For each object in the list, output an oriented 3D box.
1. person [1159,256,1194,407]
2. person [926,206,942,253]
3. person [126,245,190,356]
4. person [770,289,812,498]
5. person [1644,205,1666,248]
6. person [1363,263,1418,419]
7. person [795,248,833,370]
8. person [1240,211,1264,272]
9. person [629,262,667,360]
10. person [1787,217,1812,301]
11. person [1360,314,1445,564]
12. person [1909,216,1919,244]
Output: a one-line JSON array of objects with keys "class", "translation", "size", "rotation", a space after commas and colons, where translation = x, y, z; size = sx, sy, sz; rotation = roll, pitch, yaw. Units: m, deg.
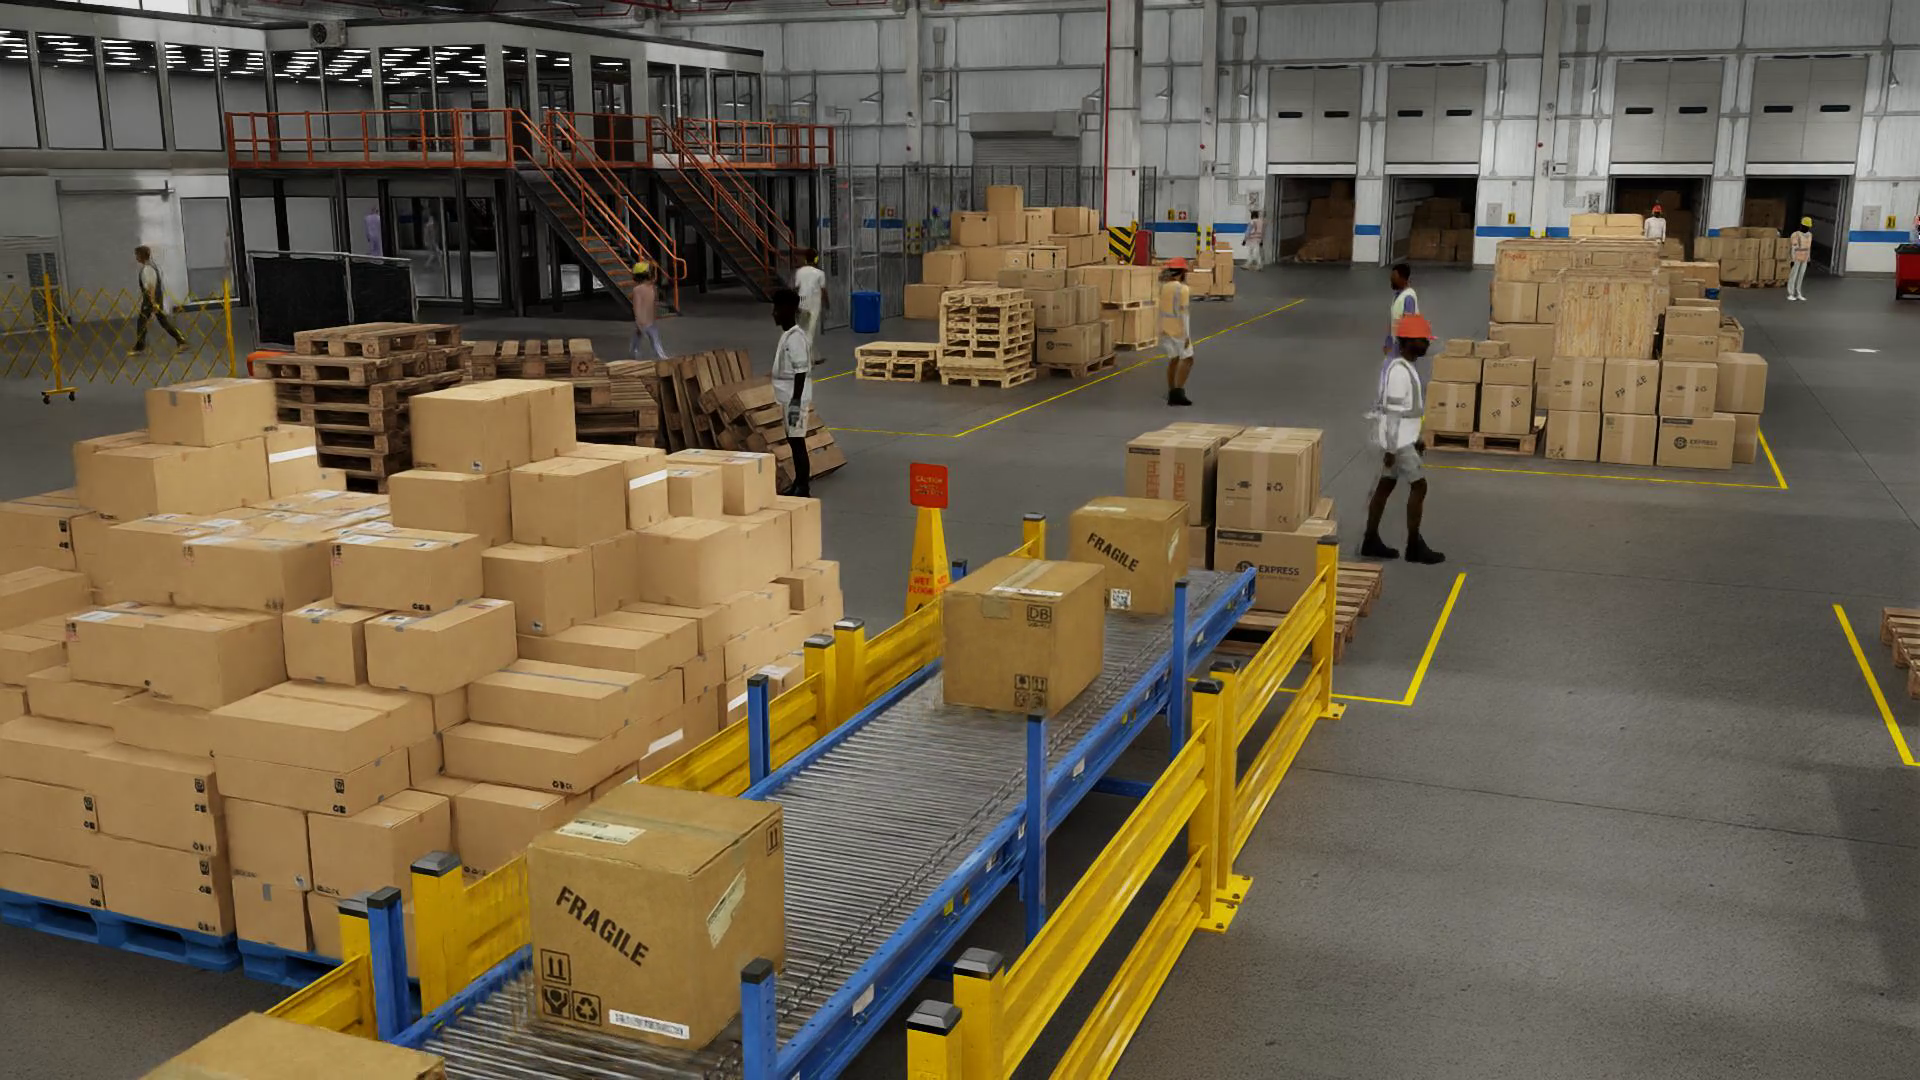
[{"class": "person", "translation": [2.784, -2.667, 21.318], "size": [0.400, 1.925, 0.571], "rotation": [-8, 15, -33]}, {"class": "person", "translation": [-0.753, -8.846, 49.001], "size": [0.479, 1.930, 0.642], "rotation": [-6, 14, -24]}, {"class": "person", "translation": [-13.166, -3.915, 27.203], "size": [0.953, 1.805, 0.519], "rotation": [-2, 13, -11]}, {"class": "person", "translation": [-1.513, -1.270, 14.951], "size": [0.362, 1.963, 0.613], "rotation": [-2, 13, -10]}, {"class": "person", "translation": [19.855, -8.556, 47.566], "size": [0.611, 1.996, 0.379], "rotation": [1, 13, 4]}, {"class": "person", "translation": [5.224, -2.392, 20.152], "size": [0.802, 1.889, 0.614], "rotation": [1, 13, 5]}, {"class": "person", "translation": [-2.195, -3.502, 25.265], "size": [0.503, 1.827, 0.932], "rotation": [7, 14, 29]}, {"class": "person", "translation": [8.737, -8.883, 49.523], "size": [0.964, 1.796, 0.626], "rotation": [12, 17, 42]}, {"class": "person", "translation": [-4.482, -3.073, 23.601], "size": [0.928, 1.713, 0.542], "rotation": [6, 14, 25]}, {"class": "person", "translation": [19.517, -6.519, 38.604], "size": [0.584, 1.918, 0.376], "rotation": [-5, 13, -21]}, {"class": "person", "translation": [3.504, -0.779, 12.849], "size": [0.779, 1.908, 0.552], "rotation": [3, 13, 14]}, {"class": "person", "translation": [23.346, -6.941, 40.528], "size": [0.596, 1.908, 0.577], "rotation": [-5, 13, -20]}]
